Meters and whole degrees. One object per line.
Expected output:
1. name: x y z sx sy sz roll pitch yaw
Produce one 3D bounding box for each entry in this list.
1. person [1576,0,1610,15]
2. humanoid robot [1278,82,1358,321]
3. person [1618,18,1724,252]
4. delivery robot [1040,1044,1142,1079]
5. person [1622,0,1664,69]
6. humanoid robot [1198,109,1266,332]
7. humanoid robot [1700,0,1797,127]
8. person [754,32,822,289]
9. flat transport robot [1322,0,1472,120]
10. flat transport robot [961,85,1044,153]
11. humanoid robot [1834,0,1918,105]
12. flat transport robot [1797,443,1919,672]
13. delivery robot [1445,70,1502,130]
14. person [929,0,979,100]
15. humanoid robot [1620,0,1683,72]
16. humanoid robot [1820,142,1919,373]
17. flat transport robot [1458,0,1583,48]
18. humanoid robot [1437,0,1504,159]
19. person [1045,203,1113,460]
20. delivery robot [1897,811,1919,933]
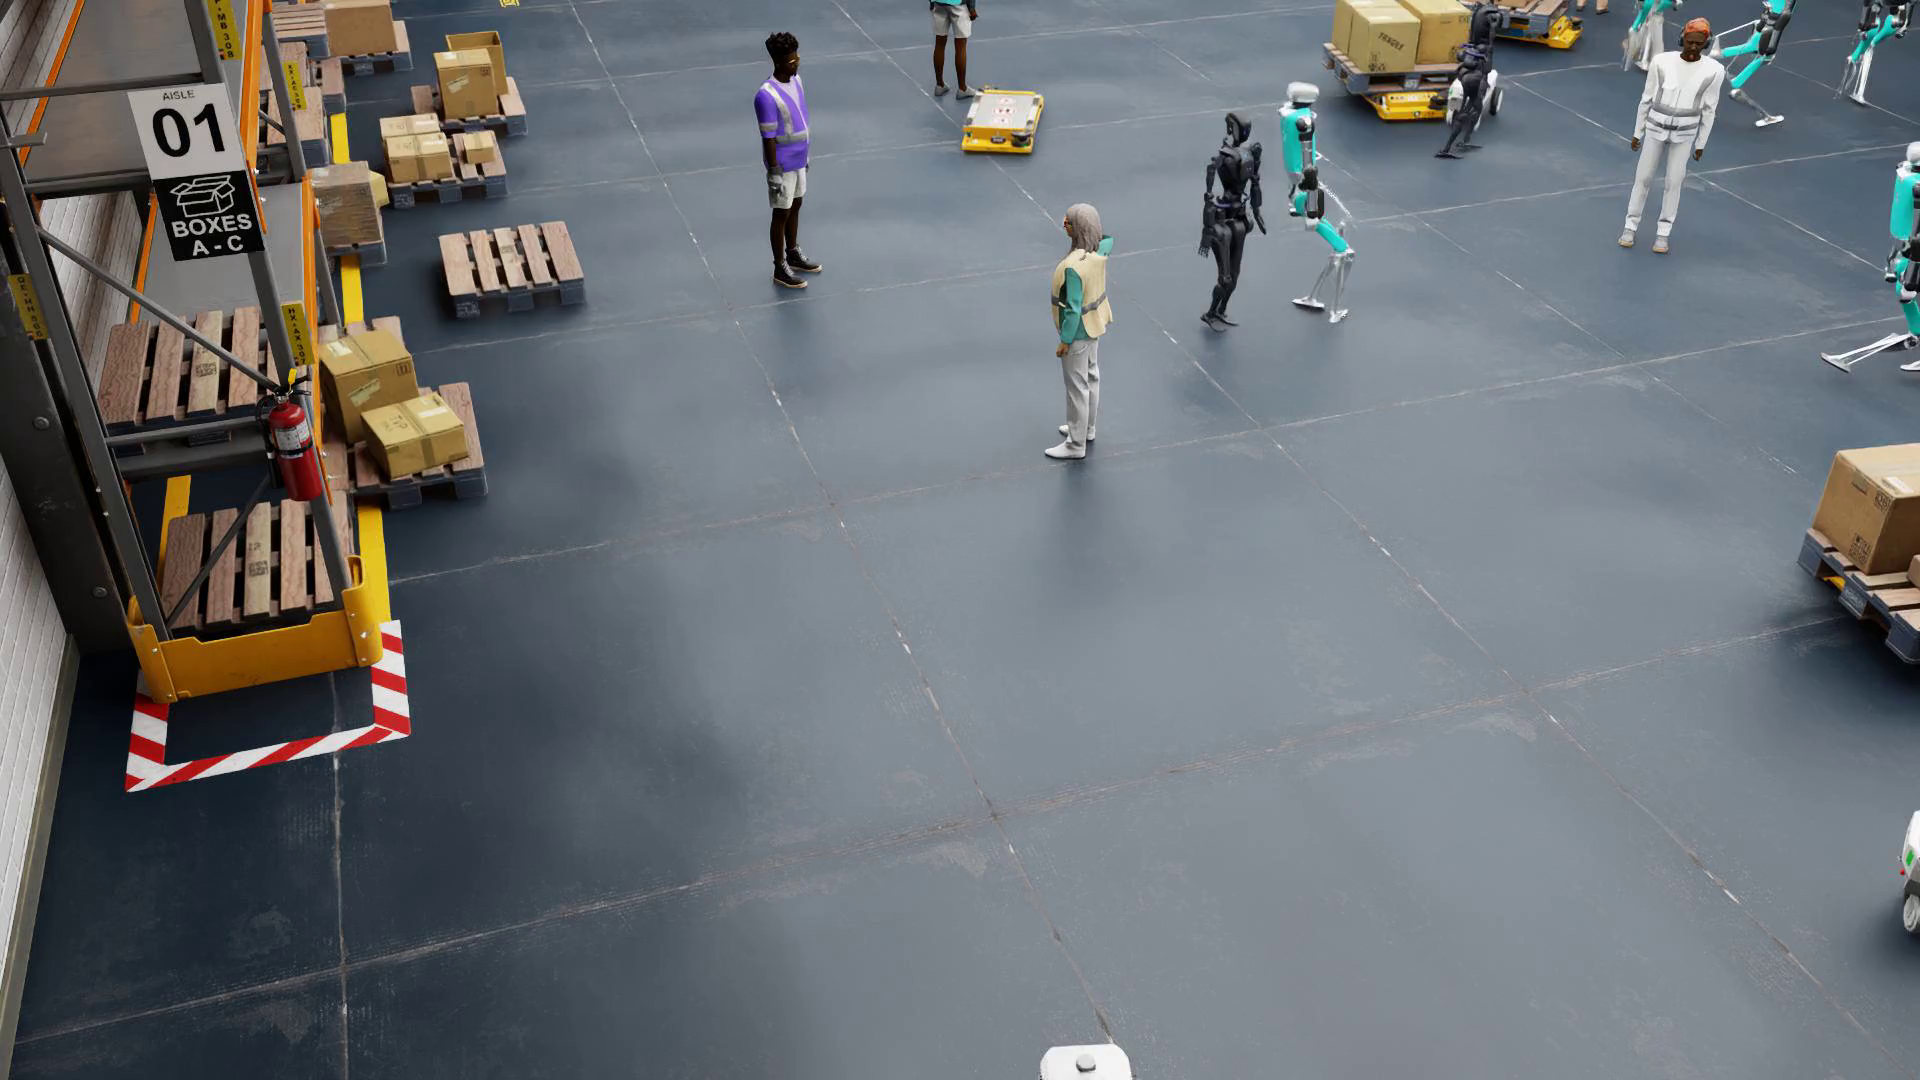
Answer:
1. person: 7.514 -6.951 19.238 0.478 1.667 0.398 20 38 28
2. humanoid robot: 2.726 -2.511 12.371 0.836 1.790 0.611 -5 33 -7
3. person: 5.715 -3.250 13.372 0.573 1.880 0.361 15 36 22
4. delivery robot: 0.491 2.248 6.141 0.499 0.587 0.769 -2 33 -3
5. person: 7.366 -5.894 17.486 0.470 1.842 0.804 -10 34 -14
6. humanoid robot: 1.988 -2.342 12.160 0.612 1.653 0.319 -23 40 -31
7. humanoid robot: 7.502 -4.776 15.874 1.033 1.749 0.530 5 33 7
8. person: -1.325 -2.923 12.799 0.361 1.953 0.612 10 35 15
9. flat transport robot: 4.396 -4.595 16.906 0.659 0.231 1.431 -4 33 -6
10. flat transport robot: 0.426 -4.077 16.112 0.659 0.231 1.431 4 33 6
11. humanoid robot: 9.022 -5.118 16.469 0.553 1.908 0.730 -3 33 -4
12. flat transport robot: 5.429 0.411 9.228 0.659 0.231 1.431 -6 34 -8
13. delivery robot: 5.025 -4.397 16.311 0.499 0.563 0.738 15 36 21
14. person: -0.092 -5.369 16.568 0.552 1.937 0.425 17 37 25
15. humanoid robot: 7.240 -5.664 17.287 0.530 1.856 0.774 3 33 5
16. humanoid robot: 6.606 -1.845 11.353 1.044 1.721 0.532 6 34 9
17. flat transport robot: 6.231 -5.816 18.779 1.431 0.231 0.659 17 37 24
18. humanoid robot: 4.698 -4.314 15.188 0.442 1.640 0.612 -1 33 -1
19. person: 0.771 -1.314 10.554 0.365 1.709 0.465 12 35 18
20. delivery robot: 4.540 1.523 7.278 0.785 0.614 0.516 19 38 27
